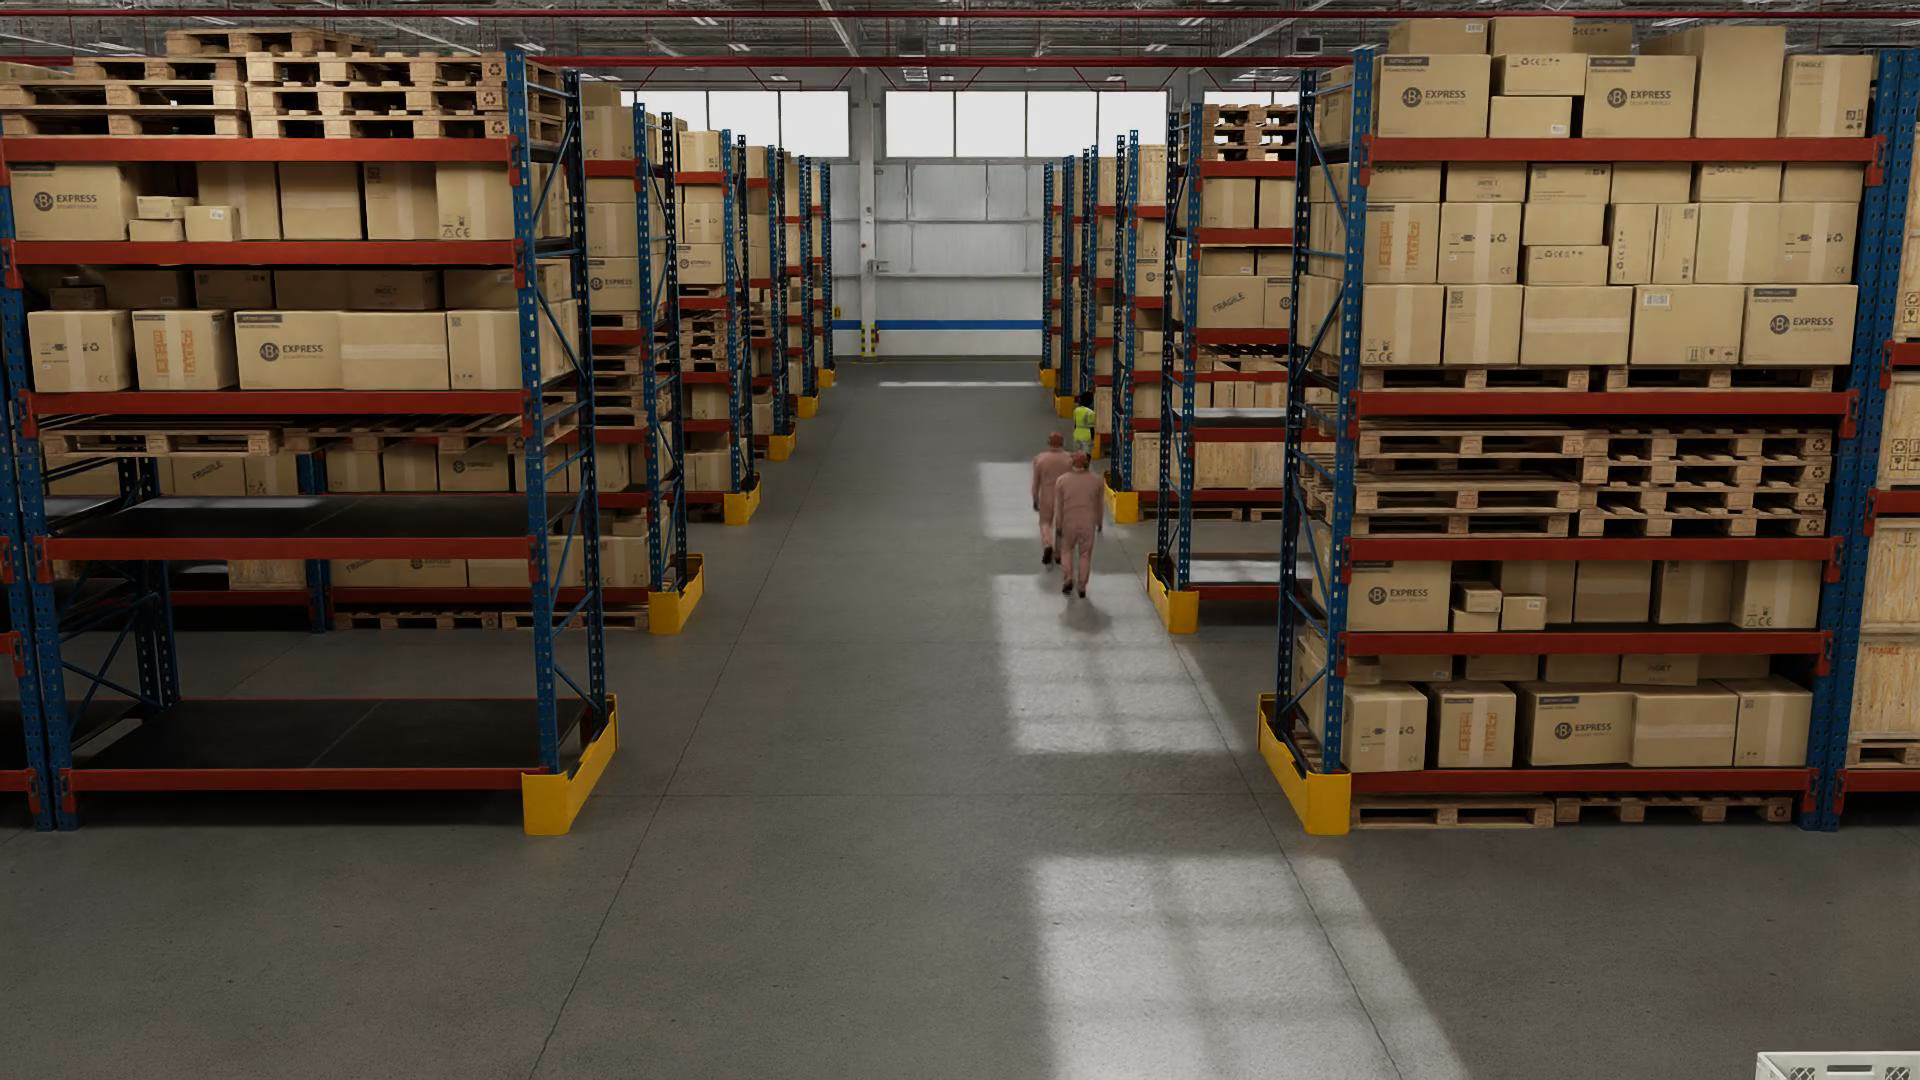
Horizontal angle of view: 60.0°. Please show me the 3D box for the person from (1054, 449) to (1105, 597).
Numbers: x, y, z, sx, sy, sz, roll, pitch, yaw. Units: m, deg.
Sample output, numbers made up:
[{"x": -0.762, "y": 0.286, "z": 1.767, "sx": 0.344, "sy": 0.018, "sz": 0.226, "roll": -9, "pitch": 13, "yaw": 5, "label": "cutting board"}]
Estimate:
[{"x": 1.522, "y": -0.226, "z": 21.292, "sx": 0.647, "sy": 1.884, "sz": 0.590, "roll": 0, "pitch": 11, "yaw": -1, "label": "person"}]

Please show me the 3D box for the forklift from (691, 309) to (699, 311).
[{"x": -5.778, "y": -3.756, "z": 36.314, "sx": 1.873, "sy": 2.768, "sz": 1.129, "roll": 0, "pitch": 11, "yaw": -1, "label": "forklift"}]

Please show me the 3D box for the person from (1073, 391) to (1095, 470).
[{"x": 2.213, "y": -1.803, "z": 29.612, "sx": 0.321, "sy": 1.690, "sz": 0.537, "roll": -8, "pitch": 14, "yaw": -36, "label": "person"}]

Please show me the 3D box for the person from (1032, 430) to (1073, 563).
[{"x": 1.326, "y": -0.578, "z": 23.038, "sx": 0.656, "sy": 1.893, "sz": 0.549, "roll": -1, "pitch": 11, "yaw": -3, "label": "person"}]
